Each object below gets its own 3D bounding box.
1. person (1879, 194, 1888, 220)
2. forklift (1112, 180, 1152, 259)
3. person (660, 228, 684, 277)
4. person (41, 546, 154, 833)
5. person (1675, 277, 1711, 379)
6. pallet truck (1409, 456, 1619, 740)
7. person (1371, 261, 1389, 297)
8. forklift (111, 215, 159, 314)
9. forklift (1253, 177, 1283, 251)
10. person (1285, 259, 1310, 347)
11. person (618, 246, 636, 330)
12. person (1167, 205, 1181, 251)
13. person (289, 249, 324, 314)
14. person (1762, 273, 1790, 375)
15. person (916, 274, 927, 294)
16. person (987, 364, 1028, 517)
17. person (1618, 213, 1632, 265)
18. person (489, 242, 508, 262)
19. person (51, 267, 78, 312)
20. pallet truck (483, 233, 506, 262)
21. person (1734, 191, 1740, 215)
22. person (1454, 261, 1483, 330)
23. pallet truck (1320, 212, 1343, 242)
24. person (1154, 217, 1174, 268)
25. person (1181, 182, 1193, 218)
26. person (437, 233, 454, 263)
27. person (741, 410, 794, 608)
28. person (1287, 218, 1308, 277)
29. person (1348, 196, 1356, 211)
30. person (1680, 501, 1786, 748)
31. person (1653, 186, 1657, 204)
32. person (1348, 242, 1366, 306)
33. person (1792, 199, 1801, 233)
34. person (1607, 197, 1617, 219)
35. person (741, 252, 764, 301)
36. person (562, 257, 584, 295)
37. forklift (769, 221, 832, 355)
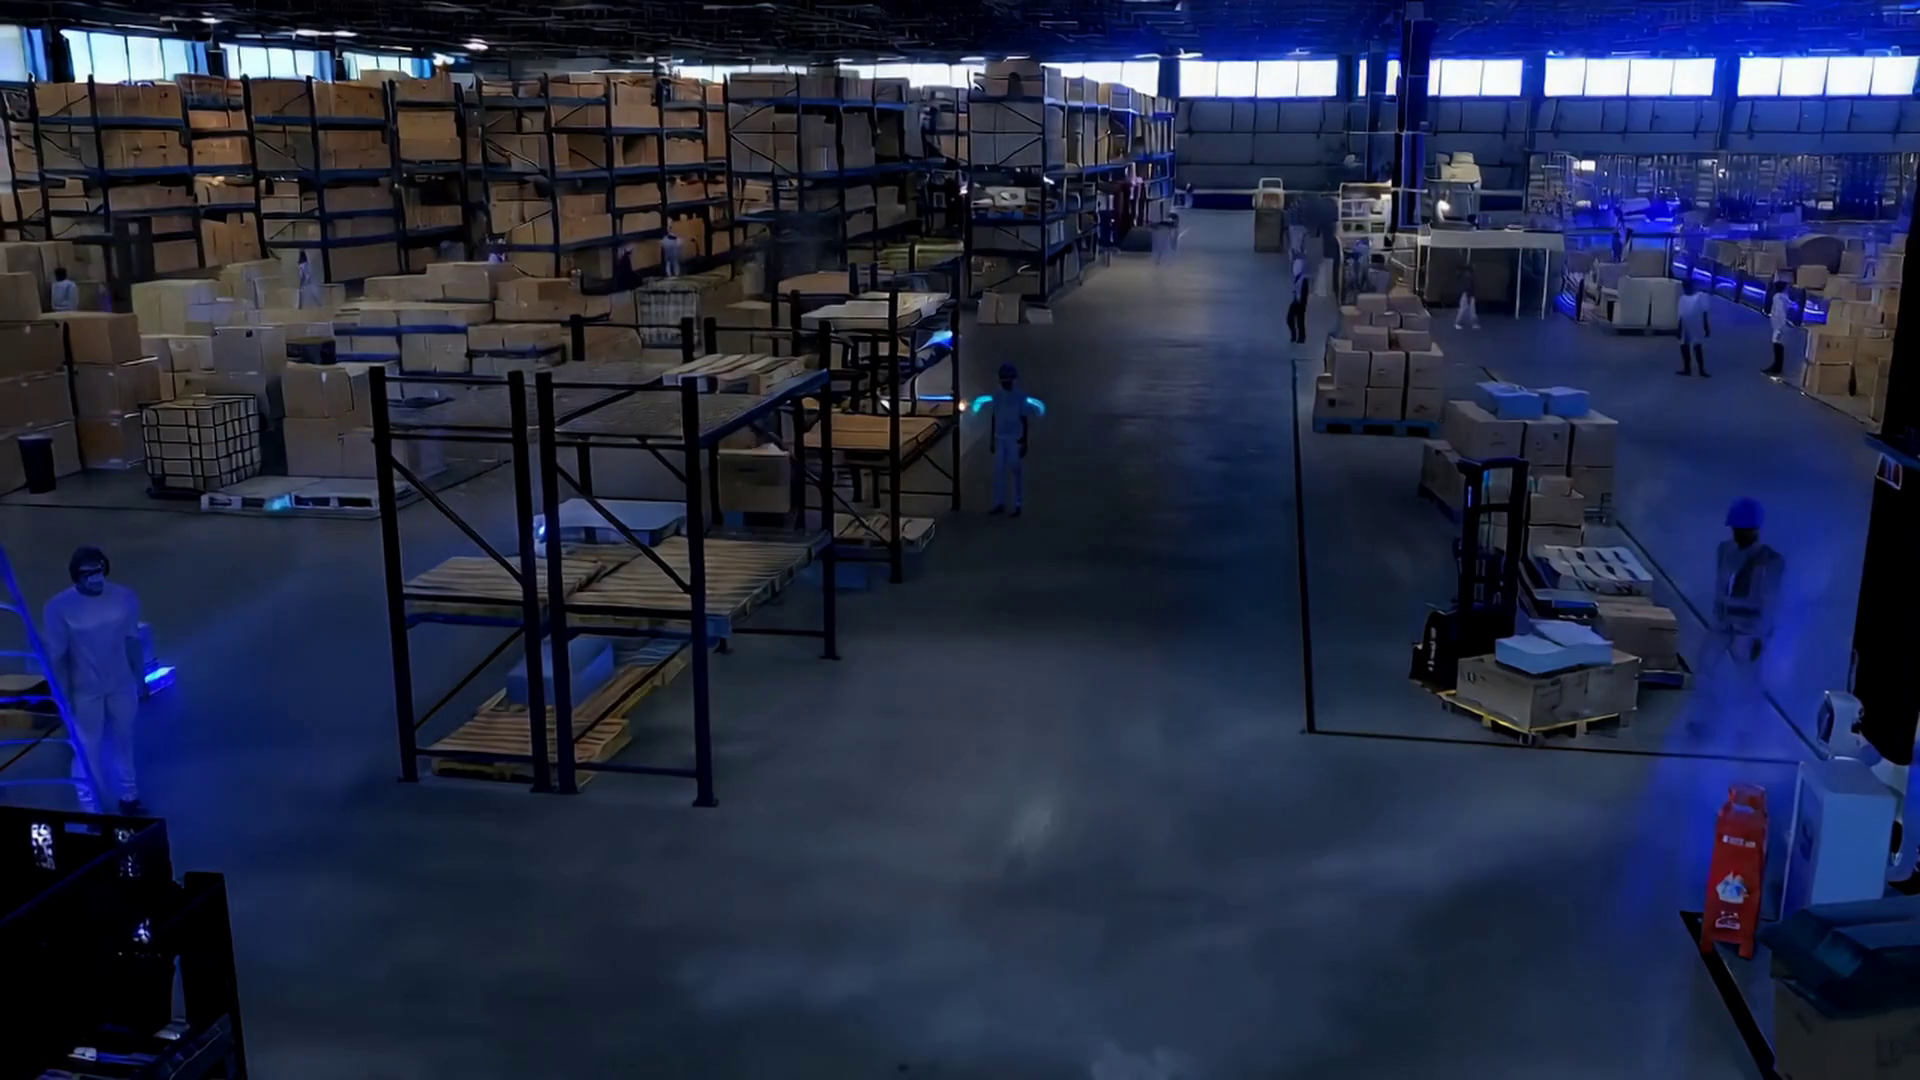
[{"bbox_3d":[43.568,-15.615,78.526,1.018,1.952,0.606,3,14,10],"label":"person"},{"bbox_3d":[6.082,-11.722,60.796,1.873,2.768,1.129,2,14,9],"label":"forklift"},{"bbox_3d":[-8.134,-7.847,47.056,0.661,1.906,0.885,-2,14,-9],"label":"person"},{"bbox_3d":[-5.752,0.982,11.155,0.379,1.940,0.629,10,17,36],"label":"person"},{"bbox_3d":[13.955,-4.023,31.525,0.476,1.925,0.767,-7,15,-25],"label":"person"},{"bbox_3d":[4.504,0.400,13.395,0.823,1.965,1.885,-6,15,-23],"label":"pallet truck"},{"bbox_3d":[9.791,-5.647,38.636,0.549,1.655,0.847,-7,16,-27],"label":"person"},{"bbox_3d":[-17.706,-5.588,35.891,1.873,2.768,1.129,3,14,10],"label":"forklift"},{"bbox_3d":[12.083,-12.747,64.956,1.129,2.768,1.873,3,14,10],"label":"forklift"},{"bbox_3d":[7.309,-5.137,36.083,0.559,1.899,0.597,-4,14,-14],"label":"person"},{"bbox_3d":[-7.789,-5.913,39.068,0.460,1.973,0.643,-7,16,-27],"label":"person"},{"bbox_3d":[8.371,-12.204,65.064,0.546,1.750,0.431,2,14,7],"label":"person"},{"bbox_3d":[-16.723,-6.585,42.452,0.895,1.644,0.546,1,14,5],"label":"person"},{"bbox_3d":[15.739,-4.158,32.026,0.375,1.935,0.550,4,14,17],"label":"person"},{"bbox_3d":[-1.109,-6.495,42.186,0.547,1.616,0.549,-10,17,-36],"label":"person"},{"bbox_3d":[0.579,-1.208,20.193,0.535,1.868,0.309,8,16,30],"label":"person"},{"bbox_3d":[23.219,-10.511,58.064,0.403,1.821,0.602,9,16,32],"label":"person"},{"bbox_3d":[-11.683,-6.617,42.175,1.003,1.867,0.584,9,16,32],"label":"person"},{"bbox_3d":[-18.699,-4.773,34.734,0.621,1.838,0.429,5,15,20],"label":"person"},{"bbox_3d":[-11.832,-7.026,43.548,1.885,1.965,0.823,8,16,28],"label":"pallet truck"},{"bbox_3d":[37.298,-15.981,79.891,0.416,2.008,0.654,4,14,17],"label":"person"},{"bbox_3d":[12.025,-5.739,39.135,0.754,1.607,0.515,11,17,37],"label":"person"},{"bbox_3d":[15.874,-13.227,70.310,0.680,1.201,1.601,10,17,35],"label":"pallet truck"},{"bbox_3d":[6.940,-10.130,56.679,0.554,1.725,0.848,-10,17,-36],"label":"person"},{"bbox_3d":[12.105,-18.153,88.879,0.639,1.914,0.814,4,14,15],"label":"person"},{"bbox_3d":[-14.379,-7.667,46.498,0.429,1.837,0.630,2,14,8],"label":"person"},{"bbox_3d":[-1.912,-0.346,16.335,0.542,2.000,0.708,4,14,17],"label":"person"},{"bbox_3d":[10.889,-9.449,53.669,0.655,1.861,0.963,5,15,18],"label":"person"},{"bbox_3d":[19.585,-16.540,82.947,0.530,1.626,0.322,2,14,8],"label":"person"},{"bbox_3d":[5.817,0.659,12.500,0.679,1.924,0.609,-7,15,-26],"label":"person"},{"bbox_3d":[37.086,-18.107,89.082,0.676,1.730,0.568,3,14,13],"label":"person"},{"bbox_3d":[9.423,-6.057,39.529,0.428,2.031,0.629,8,16,30],"label":"person"},{"bbox_3d":[35.363,-13.528,70.421,0.309,1.769,0.524,0,14,-2],"label":"person"},{"bbox_3d":[28.160,-13.932,71.947,0.459,1.816,0.623,3,14,13],"label":"person"},{"bbox_3d":[-4.779,-5.637,38.087,0.657,1.911,0.647,-13,19,-42],"label":"person"},{"bbox_3d":[-9.351,-6.018,40.213,0.524,1.631,0.314,0,14,0],"label":"person"},{"bbox_3d":[-3.348,-5.047,33.693,1.129,2.768,1.873,3,14,10],"label":"forklift"}]
